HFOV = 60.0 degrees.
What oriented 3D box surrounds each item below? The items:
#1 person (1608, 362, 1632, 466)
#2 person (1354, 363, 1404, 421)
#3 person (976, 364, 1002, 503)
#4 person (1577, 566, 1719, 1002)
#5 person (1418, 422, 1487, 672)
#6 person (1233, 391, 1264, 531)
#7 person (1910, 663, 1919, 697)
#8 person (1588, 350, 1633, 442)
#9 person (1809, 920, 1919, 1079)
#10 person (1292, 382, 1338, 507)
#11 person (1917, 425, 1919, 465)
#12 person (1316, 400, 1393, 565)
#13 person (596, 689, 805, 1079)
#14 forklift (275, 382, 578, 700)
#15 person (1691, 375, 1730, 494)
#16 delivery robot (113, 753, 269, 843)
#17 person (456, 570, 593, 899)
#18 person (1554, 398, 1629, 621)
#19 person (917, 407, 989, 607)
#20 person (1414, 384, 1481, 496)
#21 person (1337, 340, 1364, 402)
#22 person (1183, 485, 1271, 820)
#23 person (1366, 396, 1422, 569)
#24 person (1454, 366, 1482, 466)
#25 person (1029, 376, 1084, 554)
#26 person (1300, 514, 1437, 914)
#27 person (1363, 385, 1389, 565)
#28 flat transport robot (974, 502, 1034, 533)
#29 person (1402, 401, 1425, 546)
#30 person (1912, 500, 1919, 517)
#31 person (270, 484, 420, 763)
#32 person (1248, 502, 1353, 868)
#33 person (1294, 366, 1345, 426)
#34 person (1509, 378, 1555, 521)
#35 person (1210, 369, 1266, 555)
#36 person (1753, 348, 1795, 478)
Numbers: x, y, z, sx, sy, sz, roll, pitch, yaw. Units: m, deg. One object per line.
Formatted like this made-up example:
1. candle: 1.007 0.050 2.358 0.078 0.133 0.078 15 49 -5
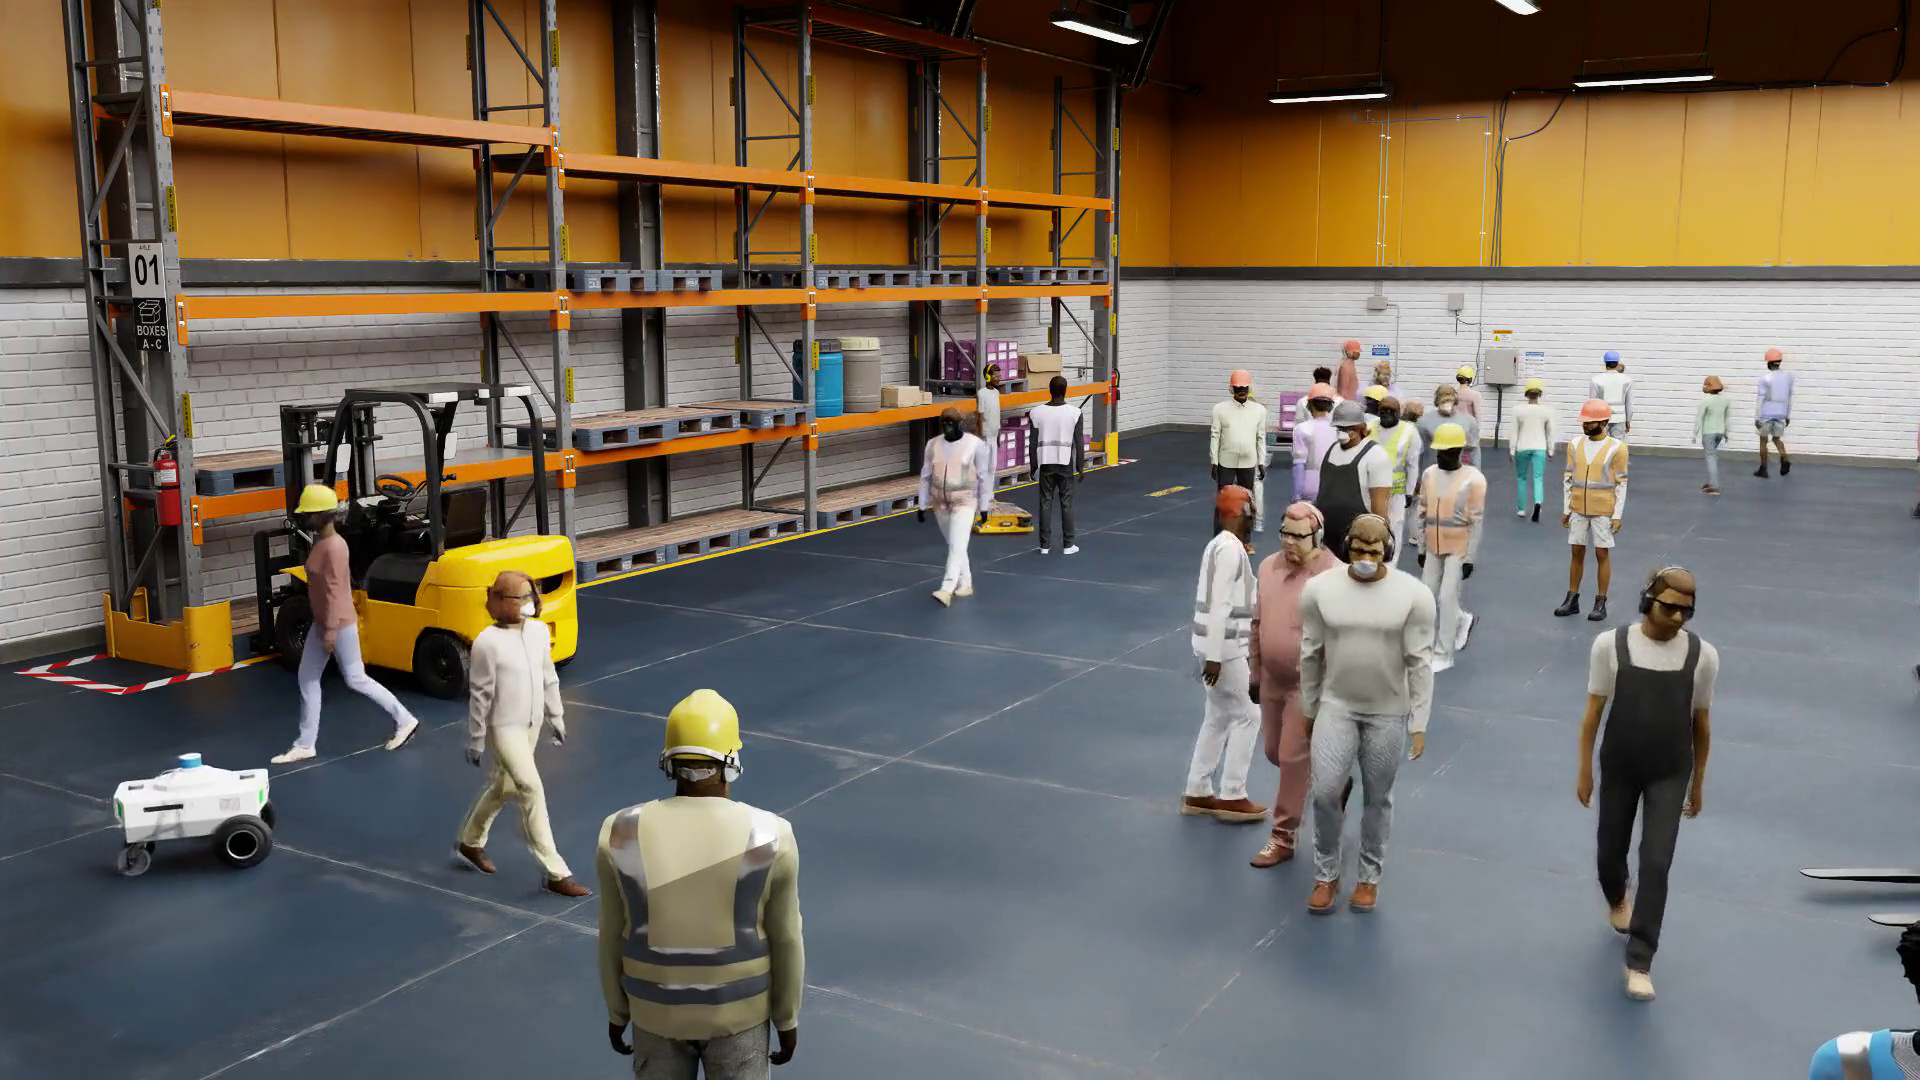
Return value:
1. person: 10.273 -1.970 26.053 0.360 1.630 0.554 -8 12 -42
2. person: 5.343 -1.290 21.059 0.673 1.860 0.949 -1 9 -6
3. person: 0.380 -1.317 21.268 0.321 1.861 0.514 5 10 30
4. person: 2.931 0.974 7.145 0.518 1.814 0.798 3 10 20
5. person: 3.765 0.046 12.639 0.629 1.905 0.590 -6 11 -33
6. person: 3.342 -0.976 19.635 0.480 1.698 0.890 -3 10 -19
7. person: 6.791 0.327 11.168 0.595 1.814 0.757 -5 10 -29
8. person: 9.104 -1.691 23.327 0.615 1.942 0.405 1 9 7
9. person: 2.045 1.604 3.536 0.533 1.697 0.318 3 9 16
10. person: 3.417 -0.478 15.652 0.618 2.000 1.011 -3 10 -17
11. person: 11.412 -1.006 19.193 0.637 1.904 0.403 7 11 35
12. person: 3.222 -0.155 13.445 0.793 2.000 0.692 -6 11 -34
13. person: -0.743 1.336 4.822 0.593 1.824 0.403 0 9 -2
14. forklift: -3.974 -0.067 12.417 2.313 2.155 1.214 5 11 30
15. person: 10.271 -1.449 22.814 0.521 1.610 0.574 -3 10 -17
16. delivery robot: -3.912 1.333 8.485 0.707 0.478 0.477 -3 10 -20
17. person: -2.186 0.921 8.135 0.874 1.593 0.505 4 10 23
18. person: 5.494 -0.265 14.462 0.376 1.934 0.546 -9 12 -43
19. person: -0.103 -0.307 15.167 0.646 1.789 0.959 5 10 27
20. person: 4.866 -0.586 16.560 0.627 1.896 0.923 0 9 0
21. person: 6.194 -2.269 26.927 0.968 1.956 0.616 2 9 12
22. person: 1.498 0.622 9.228 0.551 1.834 0.667 0 9 0
23. person: 4.112 -0.481 16.145 0.637 1.823 0.614 6 11 33
24. person: 6.811 -1.476 22.541 0.523 1.769 0.317 8 12 40
25. person: 1.036 -0.800 17.852 0.597 1.916 0.372 2 9 12
26. person: 1.871 0.825 7.734 0.631 1.910 0.579 3 10 21
27. person: 4.174 -0.639 16.975 0.824 1.870 0.616 -8 12 -42
28. flat transport robot: 0.396 -0.280 19.731 0.652 0.197 1.431 -2 9 -11
29. person: 4.941 -0.715 18.247 0.653 1.612 0.531 -2 9 -15
30. person: 12.161 -1.173 20.271 0.901 1.900 0.560 0 9 -1
31. person: -3.821 0.507 10.298 0.849 1.737 0.534 -6 11 -34
32. person: 1.790 0.714 8.569 0.759 1.873 0.663 -6 11 -35
33. person: 4.247 -1.090 19.616 0.605 1.938 0.842 2 9 15
34. person: 6.981 -1.105 20.308 0.530 1.744 0.746 2 9 14
35. person: 2.975 -0.829 17.789 0.612 1.996 0.389 -1 9 -5
36. person: 11.952 -1.850 24.401 0.562 1.918 0.554 -1 9 -4
